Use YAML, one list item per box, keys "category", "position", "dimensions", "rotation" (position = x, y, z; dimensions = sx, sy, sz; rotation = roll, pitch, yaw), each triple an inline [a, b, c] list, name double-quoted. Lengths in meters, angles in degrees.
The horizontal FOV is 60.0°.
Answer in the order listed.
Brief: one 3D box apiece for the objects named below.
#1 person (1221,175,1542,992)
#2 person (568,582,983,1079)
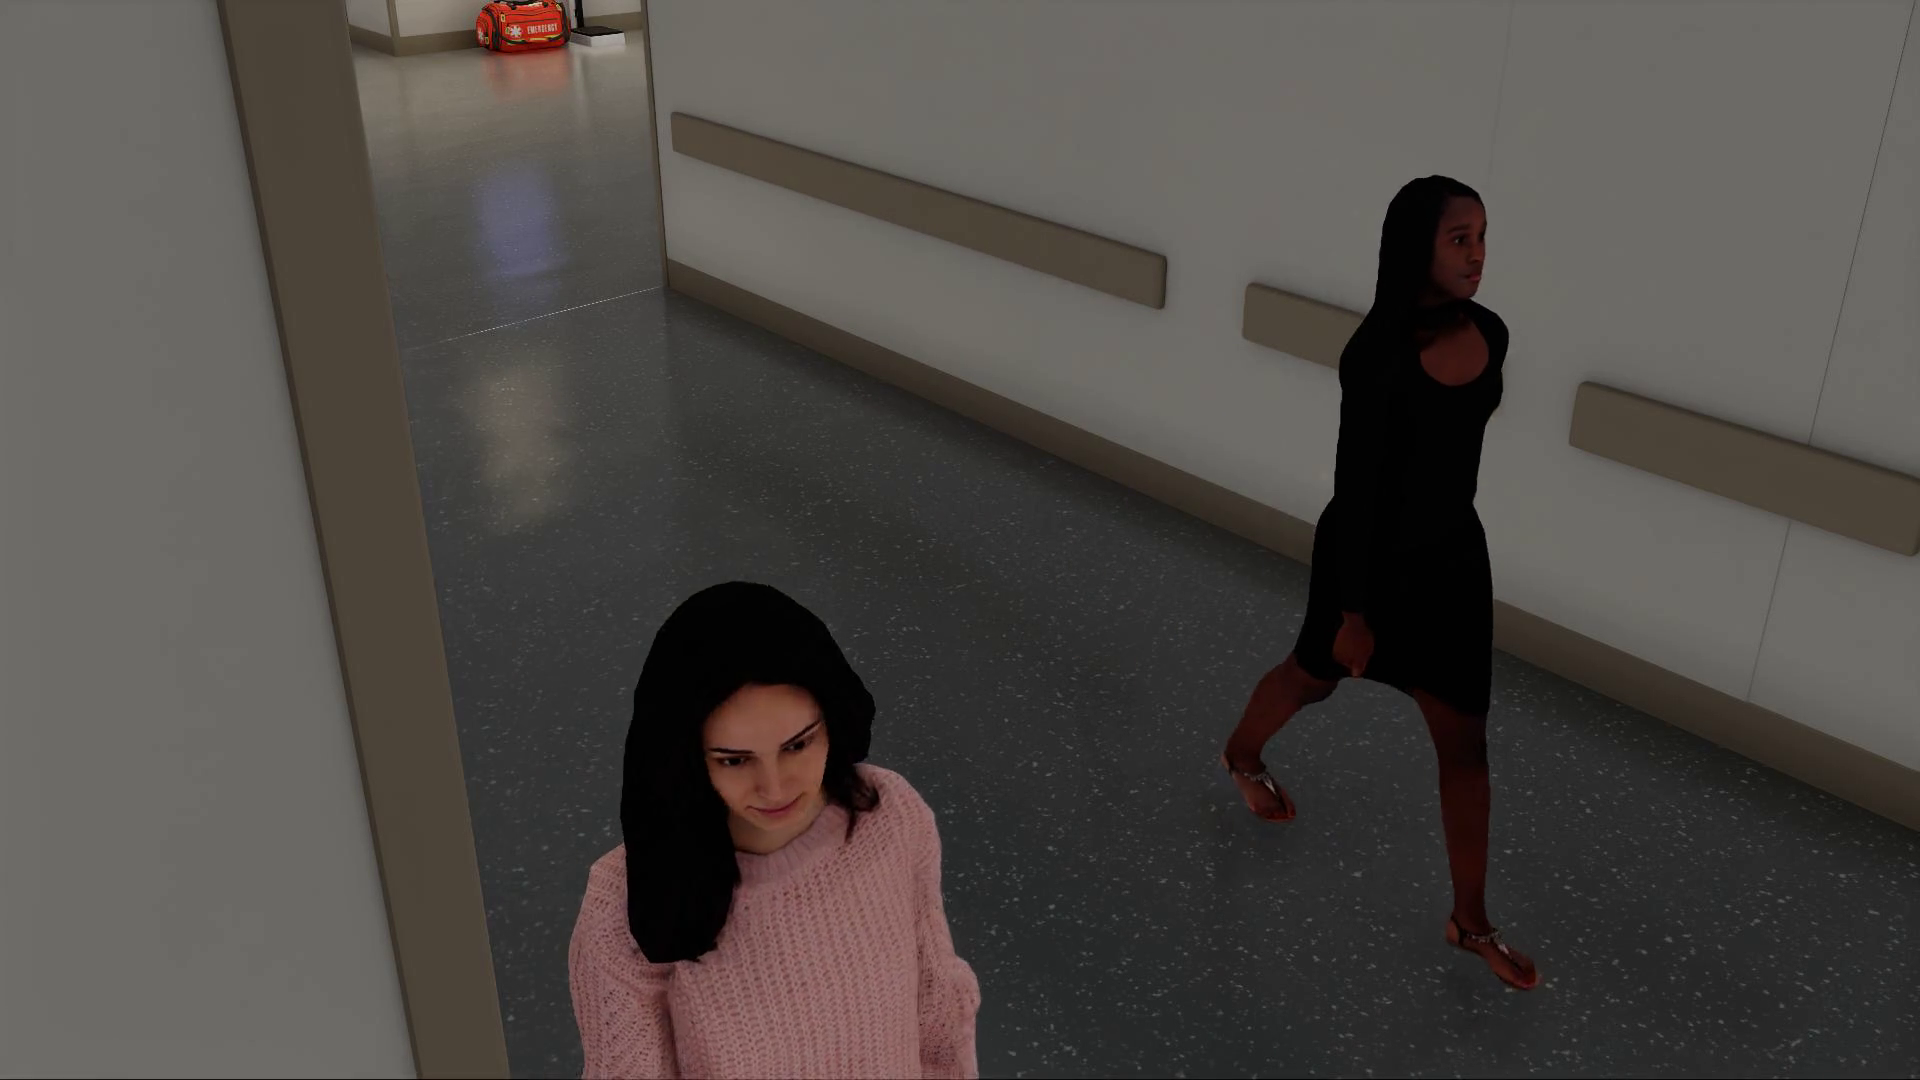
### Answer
- category: "person"
  position: [0.886, 0.066, 3.662]
  dimensions: [1.204, 1.669, 0.830]
  rotation: [-15, 30, -28]
- category: "person"
  position: [-0.257, 0.791, 2.066]
  dimensions: [0.622, 1.750, 0.745]
  rotation: [-15, 30, -29]
